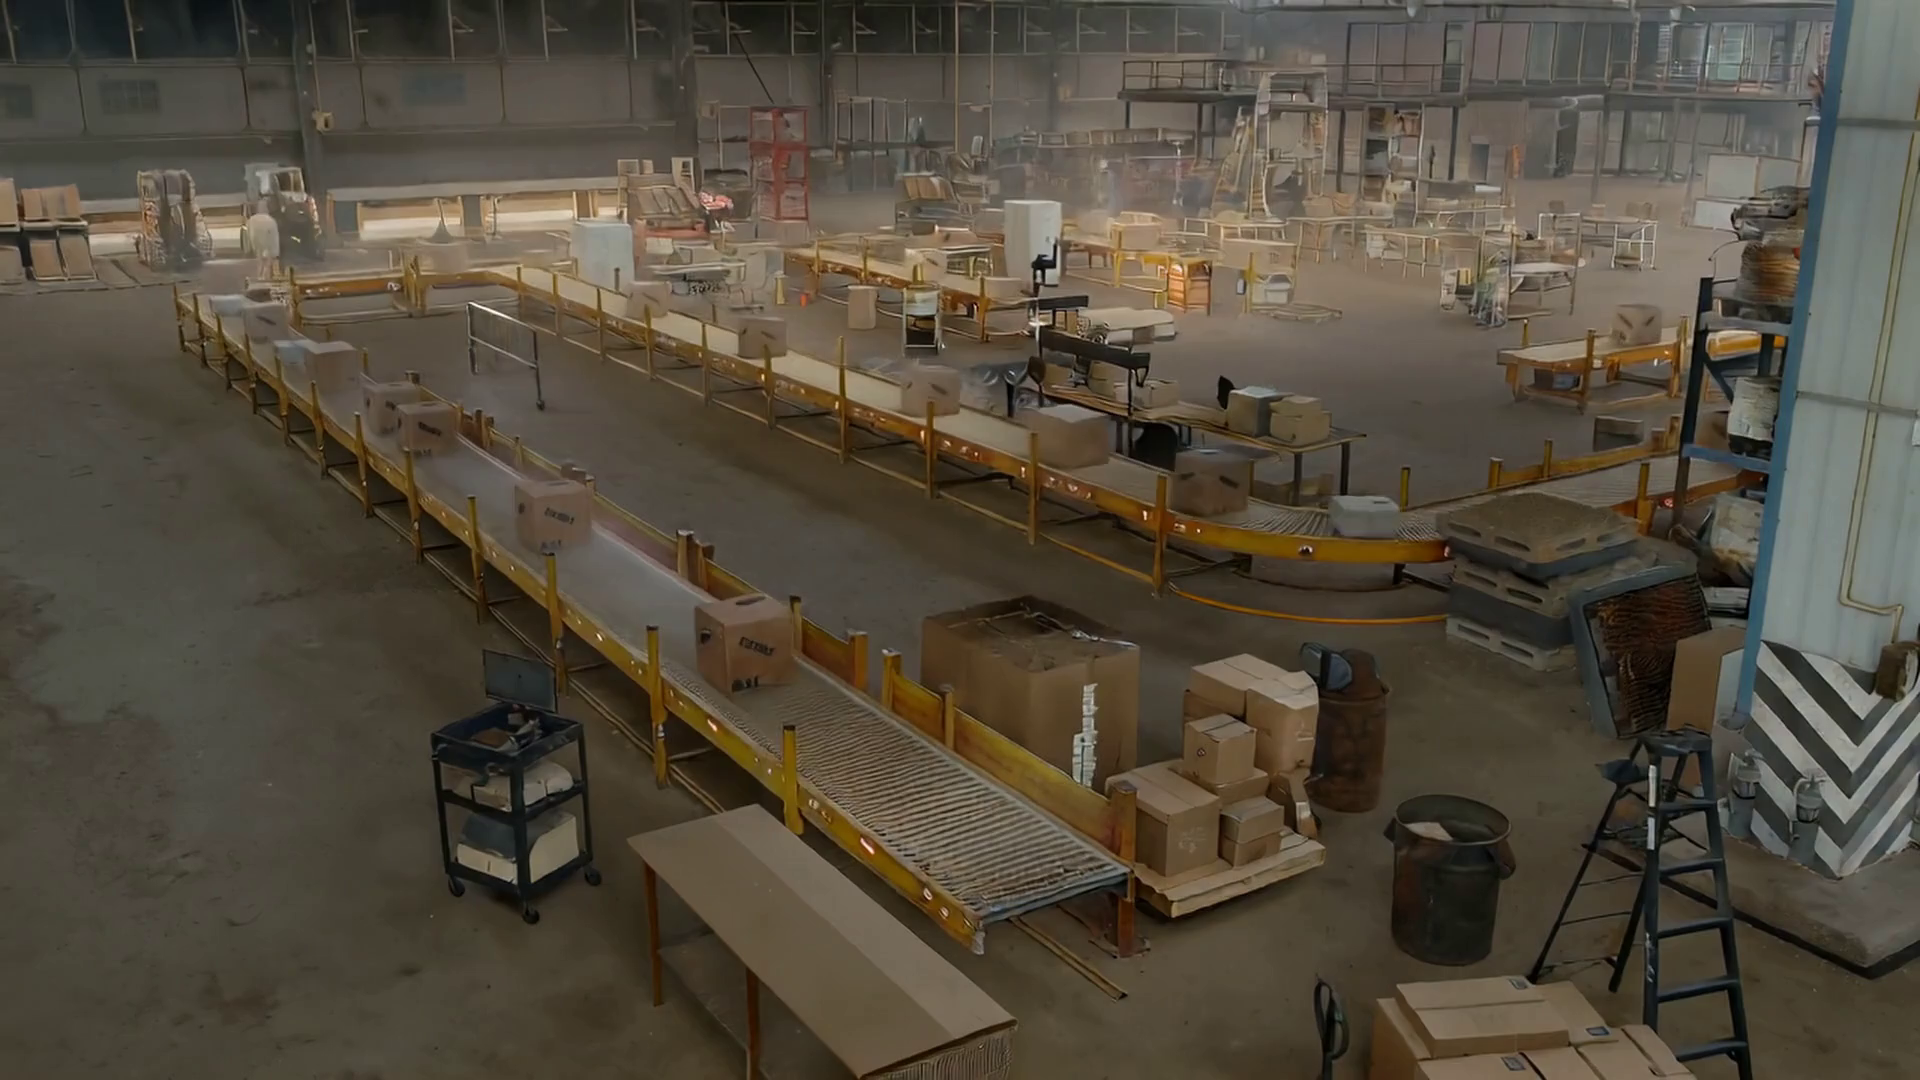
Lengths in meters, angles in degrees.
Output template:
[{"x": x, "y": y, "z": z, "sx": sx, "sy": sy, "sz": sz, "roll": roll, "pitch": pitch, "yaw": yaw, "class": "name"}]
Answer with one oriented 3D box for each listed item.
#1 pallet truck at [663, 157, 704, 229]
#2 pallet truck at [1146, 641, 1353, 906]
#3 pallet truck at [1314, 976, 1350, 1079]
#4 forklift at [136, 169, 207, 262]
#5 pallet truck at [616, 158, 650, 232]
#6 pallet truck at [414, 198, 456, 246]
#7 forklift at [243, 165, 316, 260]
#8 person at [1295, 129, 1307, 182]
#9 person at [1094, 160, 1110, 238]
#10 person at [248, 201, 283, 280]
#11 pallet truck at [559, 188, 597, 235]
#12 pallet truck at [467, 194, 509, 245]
[{"x": -7.586, "y": -9.308, "z": 44.692, "sx": 0.823, "sy": 1.965, "sz": 1.885, "roll": -11, "pitch": 20, "yaw": -33, "class": "pallet truck"}, {"x": 1.664, "y": 1.407, "z": 10.232, "sx": 1.630, "sy": 1.274, "sz": 0.653, "roll": -10, "pitch": 20, "yaw": -31, "class": "pallet truck"}, {"x": 2.299, "y": 2.390, "z": 7.086, "sx": 1.601, "sy": 1.201, "sz": 0.680, "roll": -2, "pitch": 17, "yaw": -7, "class": "pallet truck"}, {"x": -17.842, "y": -7.318, "z": 37.559, "sx": 1.157, "sy": 1.987, "sz": 2.680, "roll": -10, "pitch": 20, "yaw": -31, "class": "forklift"}, {"x": -8.918, "y": -9.176, "z": 44.255, "sx": 0.823, "sy": 1.965, "sz": 1.885, "roll": -9, "pitch": 19, "yaw": -27, "class": "pallet truck"}, {"x": -13.250, "y": -8.060, "z": 41.856, "sx": 0.680, "sy": 1.201, "sz": 1.601, "roll": -10, "pitch": 20, "yaw": -31, "class": "pallet truck"}, {"x": -15.898, "y": -7.669, "z": 38.708, "sx": 1.157, "sy": 1.987, "sz": 2.680, "roll": -11, "pitch": 20, "yaw": -33, "class": "forklift"}, {"x": 12.333, "y": -13.865, "z": 60.046, "sx": 0.355, "sy": 1.887, "sz": 0.573, "roll": 11, "pitch": 20, "yaw": 32, "class": "person"}, {"x": 3.719, "y": -8.780, "z": 42.968, "sx": 0.442, "sy": 2.016, "sz": 0.734, "roll": -4, "pitch": 17, "yaw": -13, "class": "person"}, {"x": -13.870, "y": -5.821, "z": 33.273, "sx": 0.663, "sy": 1.887, "sz": 0.495, "roll": 5, "pitch": 17, "yaw": 15, "class": "person"}, {"x": -10.010, "y": -8.652, "z": 43.699, "sx": 0.653, "sy": 1.274, "sz": 1.630, "roll": -10, "pitch": 20, "yaw": -31, "class": "pallet truck"}, {"x": -11.983, "y": -8.177, "z": 42.137, "sx": 0.704, "sy": 1.261, "sz": 1.522, "roll": -11, "pitch": 20, "yaw": -33, "class": "pallet truck"}]
